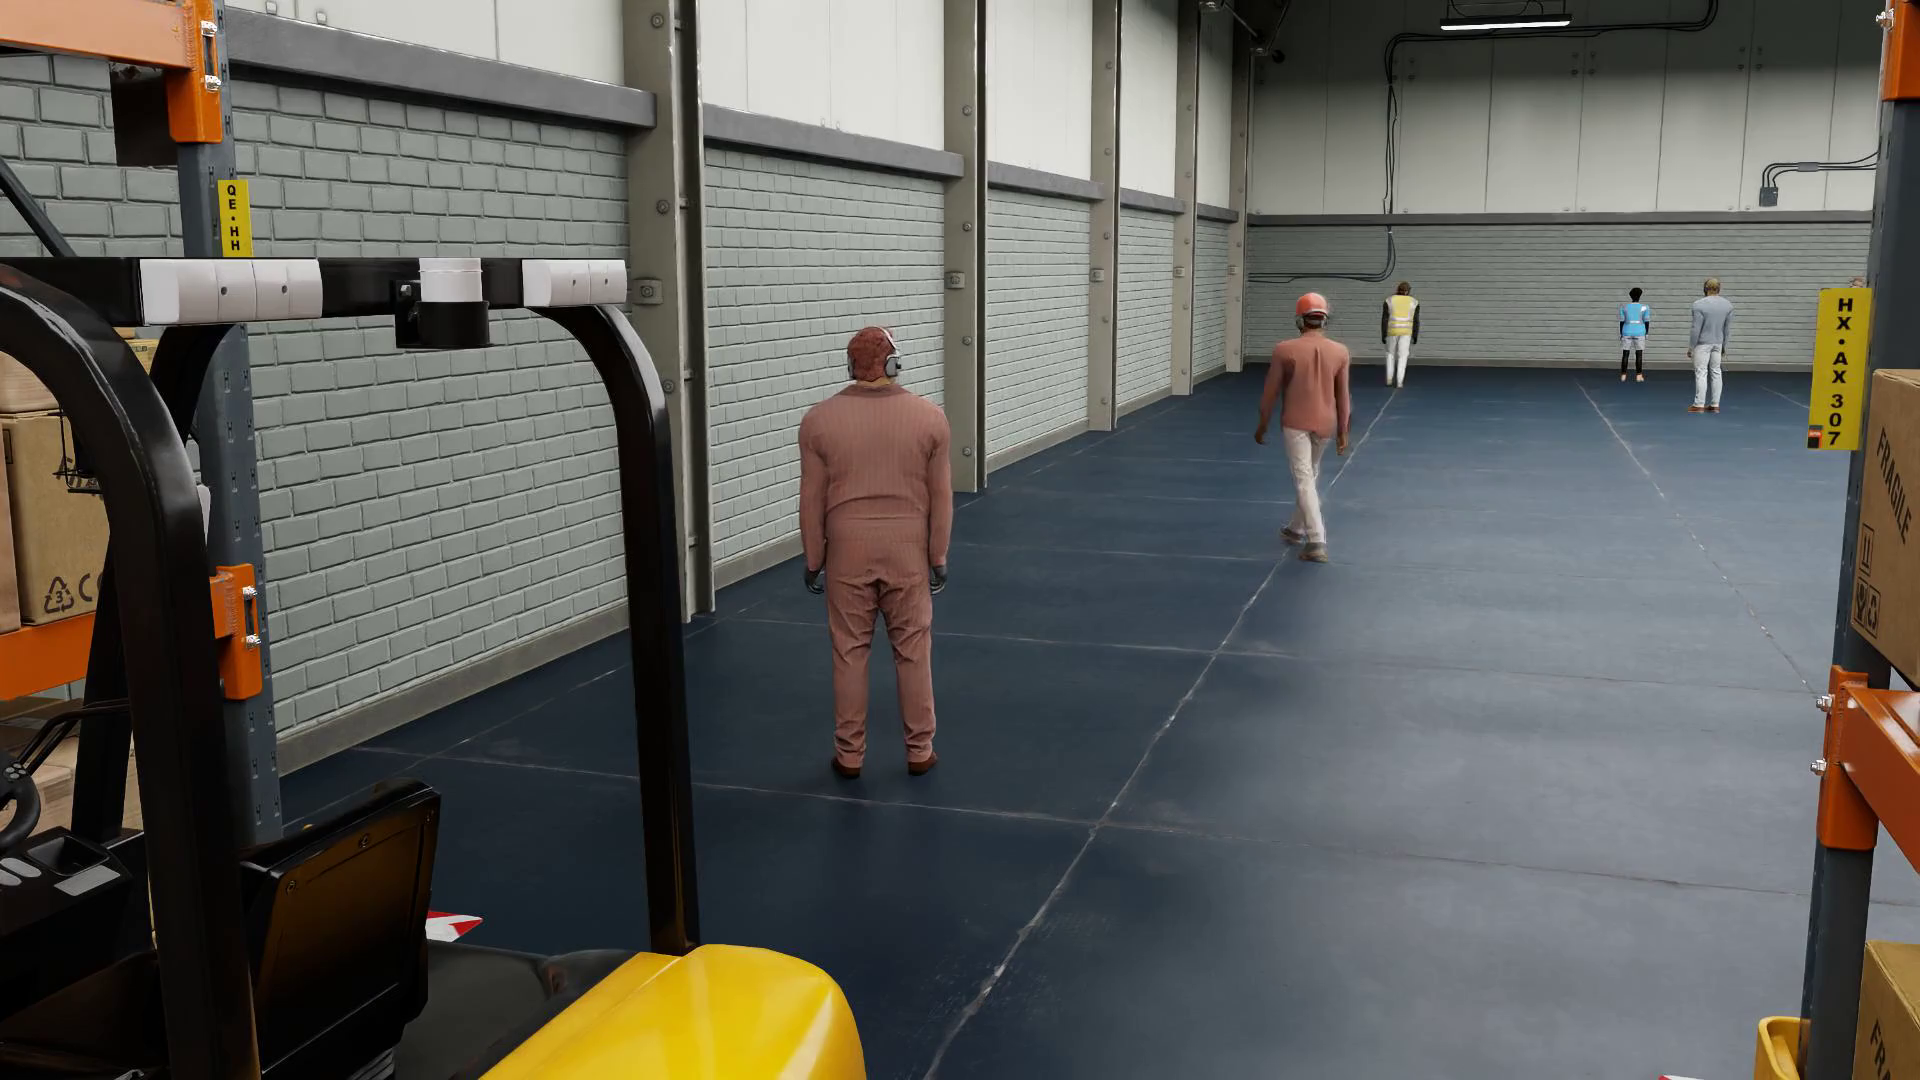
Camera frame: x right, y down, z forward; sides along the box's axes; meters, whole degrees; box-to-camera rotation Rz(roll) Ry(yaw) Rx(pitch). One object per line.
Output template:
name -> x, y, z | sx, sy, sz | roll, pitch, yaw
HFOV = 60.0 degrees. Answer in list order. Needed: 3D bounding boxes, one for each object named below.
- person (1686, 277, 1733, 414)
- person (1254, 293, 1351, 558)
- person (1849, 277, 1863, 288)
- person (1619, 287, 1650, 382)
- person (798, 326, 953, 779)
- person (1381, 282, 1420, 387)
person -> 10.677, -2.770, 23.735 | 0.638, 1.938, 0.357 | -2, 10, -14
person -> 2.571, -0.856, 12.364 | 0.625, 1.944, 1.045 | -3, 10, -15
person -> 16.670, -3.966, 31.090 | 0.664, 1.865, 0.778 | 8, 12, 38
person -> 12.156, -3.701, 30.000 | 0.534, 1.699, 0.318 | 6, 11, 30
person -> -0.354, 0.058, 7.005 | 0.642, 1.905, 0.399 | -1, 10, -5
person -> 7.605, -3.540, 28.732 | 0.645, 1.801, 0.689 | 2, 10, 13
